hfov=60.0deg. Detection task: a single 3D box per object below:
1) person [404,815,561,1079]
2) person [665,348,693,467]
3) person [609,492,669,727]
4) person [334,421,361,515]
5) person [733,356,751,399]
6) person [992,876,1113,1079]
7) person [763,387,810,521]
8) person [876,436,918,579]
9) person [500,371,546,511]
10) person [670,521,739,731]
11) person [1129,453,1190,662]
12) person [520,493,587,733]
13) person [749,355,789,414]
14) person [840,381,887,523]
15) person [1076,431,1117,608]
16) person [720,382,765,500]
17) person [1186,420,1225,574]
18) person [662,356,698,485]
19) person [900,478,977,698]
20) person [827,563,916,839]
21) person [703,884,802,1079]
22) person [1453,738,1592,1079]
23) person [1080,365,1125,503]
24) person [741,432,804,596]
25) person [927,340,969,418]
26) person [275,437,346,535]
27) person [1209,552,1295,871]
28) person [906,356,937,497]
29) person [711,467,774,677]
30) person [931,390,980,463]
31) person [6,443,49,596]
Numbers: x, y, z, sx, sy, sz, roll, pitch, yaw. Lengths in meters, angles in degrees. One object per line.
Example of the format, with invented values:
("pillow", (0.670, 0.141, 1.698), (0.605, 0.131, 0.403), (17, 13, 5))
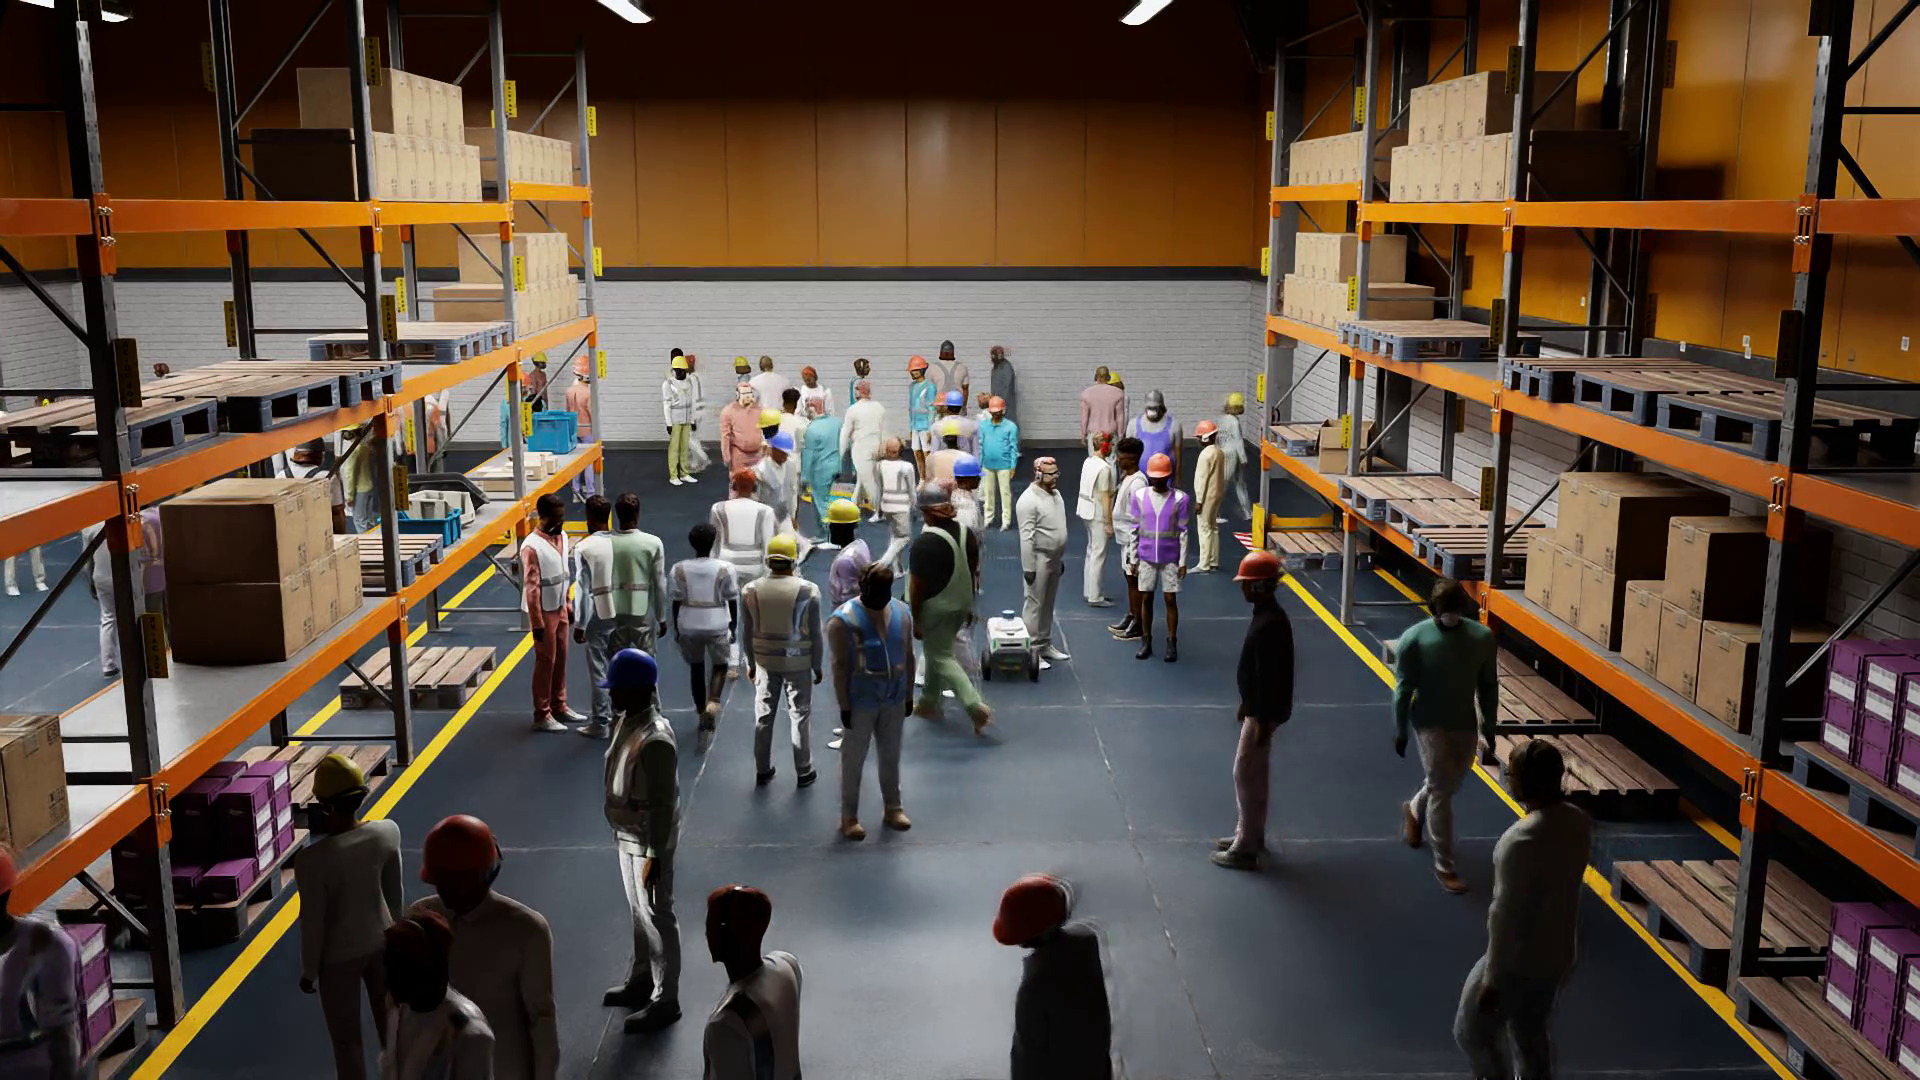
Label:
("person", (-1.754, 1.937, 6.065), (0.621, 1.985, 0.408), (3, 12, 16))
("person", (-4.452, -2.116, 26.592), (0.584, 1.911, 0.390), (6, 13, 28))
("person", (-2.584, 0.583, 13.017), (0.590, 1.919, 0.397), (1, 11, 6))
("person", (-8.259, -1.200, 22.421), (0.322, 1.737, 0.484), (4, 12, 19))
("person", (-3.515, -2.104, 26.973), (0.320, 1.731, 0.486), (0, 11, 0))
("person", (0.384, 2.029, 6.316), (0.338, 1.706, 0.688), (7, 13, 31))
("person", (-2.105, -0.895, 20.361), (0.633, 1.942, 0.418), (2, 11, 8))
("person", (-0.731, -0.334, 18.347), (0.524, 1.621, 0.613), (9, 14, 38))
("person", (-5.749, -1.235, 21.951), (0.611, 1.990, 0.392), (-2, 11, -9))
("person", (-2.007, 0.703, 12.997), (0.544, 1.679, 0.536), (0, 11, 1))
("person", (1.807, 0.156, 15.148), (0.546, 1.927, 0.391), (3, 12, 15))
("person", (-3.249, 0.566, 13.138), (0.401, 1.910, 0.599), (3, 12, 13))
("person", (-2.846, -1.798, 24.941), (0.676, 1.923, 0.370), (-4, 12, -21))
("person", (-1.281, -1.176, 22.006), (0.995, 1.854, 0.643), (9, 15, 39))
("person", (1.417, -0.216, 17.243), (0.392, 1.835, 0.567), (-3, 12, -13))
("person", (-2.750, -1.090, 21.435), (0.651, 1.906, 0.403), (-7, 13, -30))
("person", (2.788, -0.485, 18.831), (0.354, 1.736, 0.575), (6, 13, 27))
("person", (-4.181, -1.793, 24.910), (0.368, 1.928, 0.585), (8, 14, 34))
("person", (-0.226, 0.403, 14.050), (0.908, 1.859, 0.631), (5, 12, 24))
("person", (-0.560, 1.043, 10.942), (0.629, 1.834, 0.430), (-7, 13, -31))
("person", (-0.704, 2.067, 5.660), (0.337, 1.882, 0.583), (3, 12, 15))
("person", (2.372, 1.762, 7.069), (0.663, 1.923, 0.464), (-11, 15, -43))
("person", (1.994, -1.475, 23.301), (0.627, 1.935, 0.372), (1, 11, 6))
("person", (-1.930, -0.218, 17.262), (0.627, 1.832, 1.149), (-10, 15, -40))
("person", (-0.212, -2.166, 26.492), (0.687, 2.000, 0.538), (-2, 11, -11))
("person", (-6.106, -0.033, 15.800), (0.688, 2.000, 0.536), (2, 11, 10))
("person", (1.867, 1.059, 10.482), (0.460, 1.977, 0.621), (3, 12, 16))
("person", (-0.566, -1.620, 23.801), (0.420, 2.031, 0.604), (-8, 14, -34))
("person", (-1.941, 0.268, 14.845), (0.578, 1.834, 1.017), (-1, 11, -4))
("person", (-0.059, -0.821, 19.984), (0.605, 1.948, 0.385), (-2, 11, -11))
("person", (-10.053, -0.234, 17.825), (0.313, 1.637, 0.519), (10, 15, 42))
